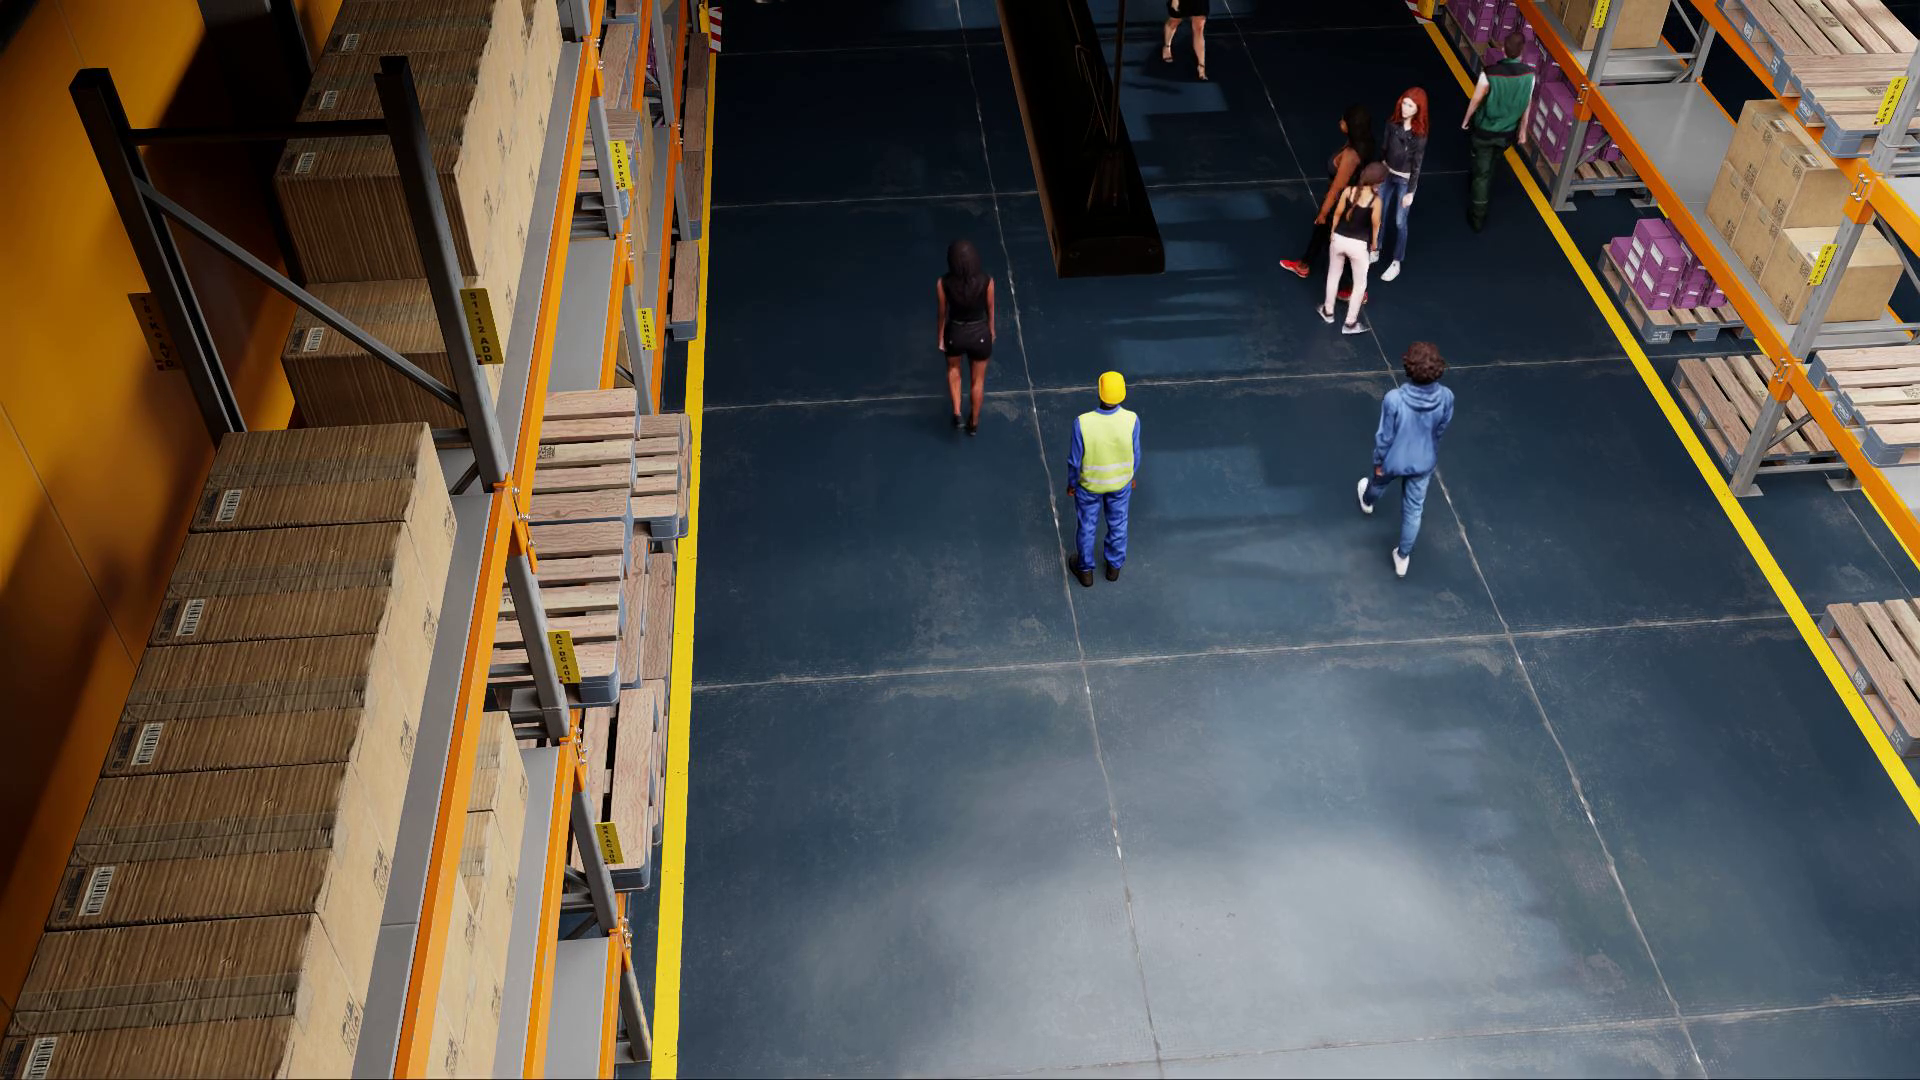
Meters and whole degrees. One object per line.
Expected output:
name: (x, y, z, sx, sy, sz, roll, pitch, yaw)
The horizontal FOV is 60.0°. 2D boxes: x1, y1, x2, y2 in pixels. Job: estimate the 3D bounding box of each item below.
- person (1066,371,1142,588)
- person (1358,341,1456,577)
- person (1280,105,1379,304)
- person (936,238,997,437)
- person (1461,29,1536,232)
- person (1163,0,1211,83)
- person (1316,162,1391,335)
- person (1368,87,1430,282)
person: (0.981, -0.425, 11.444, 0.678, 1.813, 0.584, -6, 44, -7)
person: (3.140, -0.528, 11.585, 0.794, 1.767, 1.171, 2, 44, 2)
person: (3.290, -2.778, 13.942, 1.124, 1.774, 1.152, 22, 48, 21)
person: (0.048, -1.461, 12.594, 0.645, 1.726, 0.683, 4, 44, 4)
person: (4.763, -3.603, 14.789, 0.702, 1.799, 1.058, -2, 44, -2)
person: (2.264, -5.554, 16.931, 0.802, 1.671, 1.107, -13, 45, -13)
person: (3.213, -2.459, 13.769, 0.777, 1.551, 0.793, 10, 44, 10)
person: (3.743, -3.060, 14.228, 0.703, 1.787, 0.618, -31, 52, -29)
